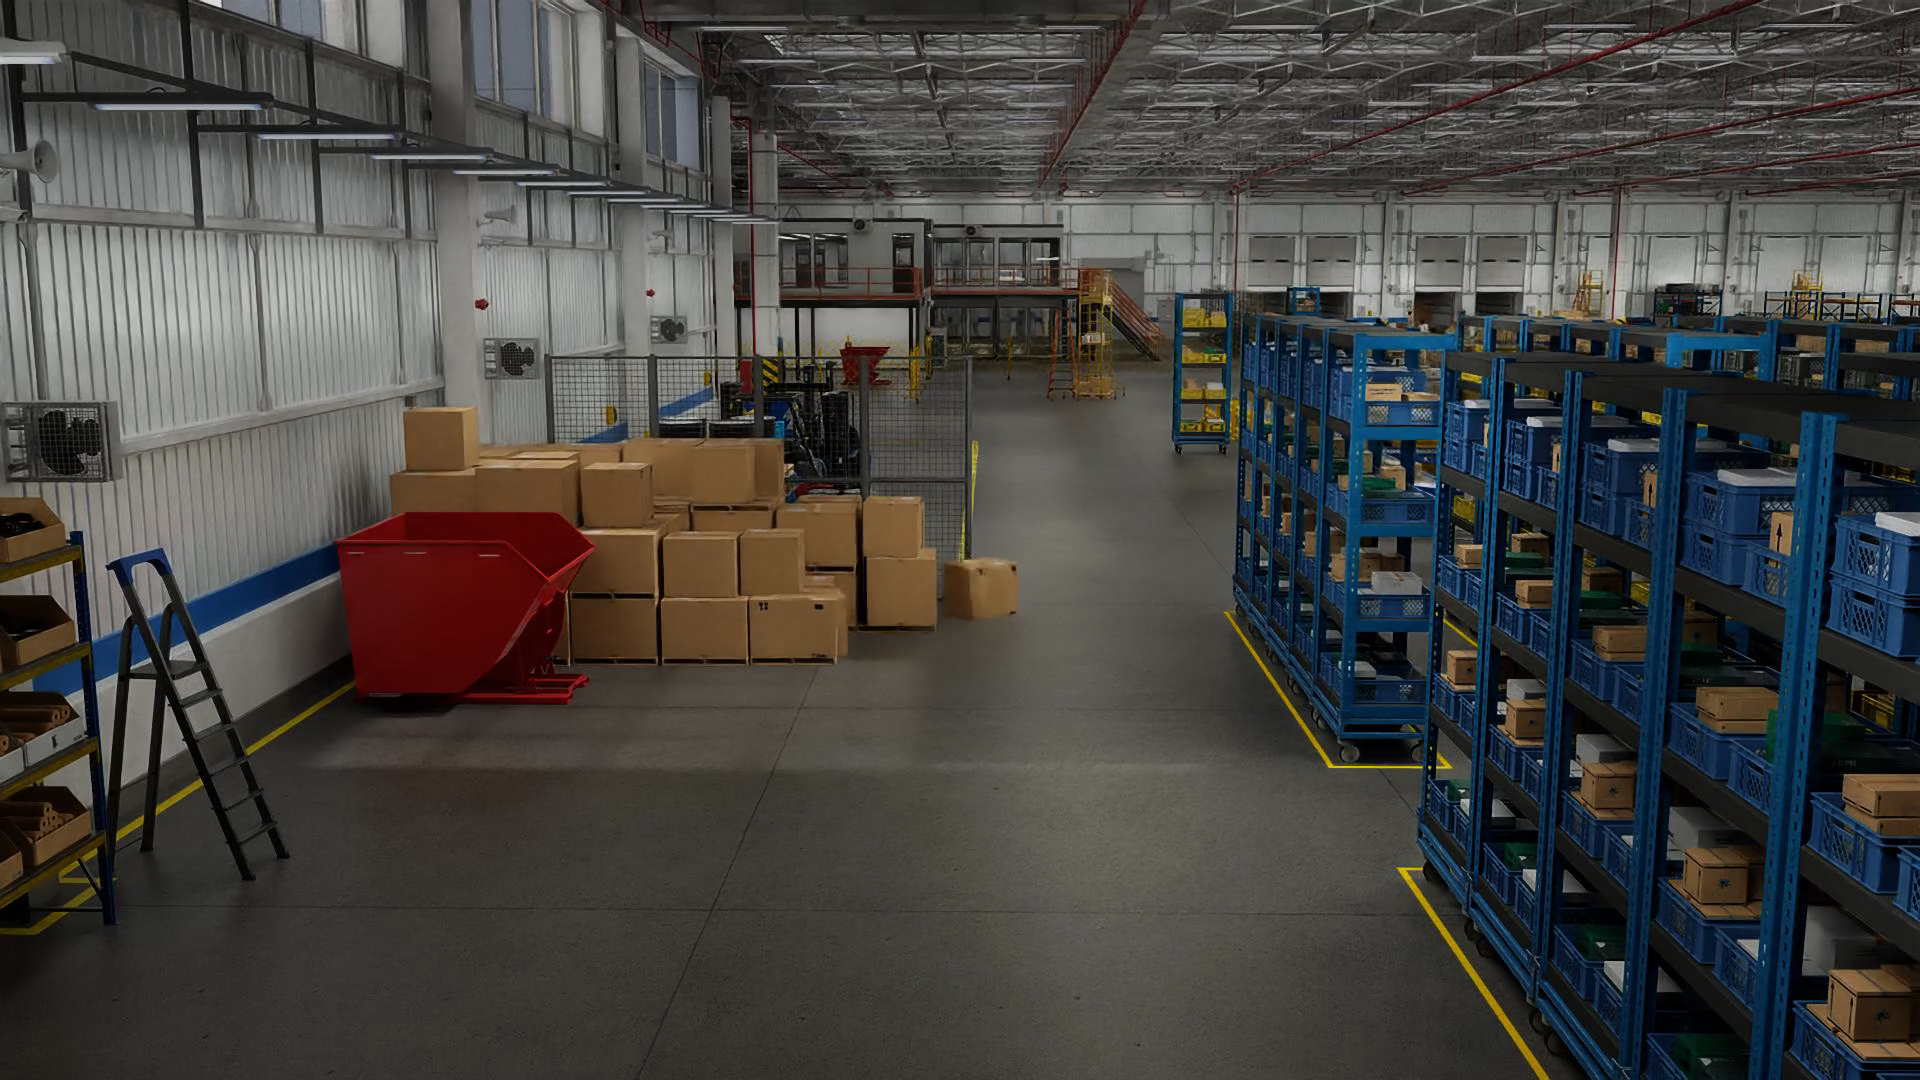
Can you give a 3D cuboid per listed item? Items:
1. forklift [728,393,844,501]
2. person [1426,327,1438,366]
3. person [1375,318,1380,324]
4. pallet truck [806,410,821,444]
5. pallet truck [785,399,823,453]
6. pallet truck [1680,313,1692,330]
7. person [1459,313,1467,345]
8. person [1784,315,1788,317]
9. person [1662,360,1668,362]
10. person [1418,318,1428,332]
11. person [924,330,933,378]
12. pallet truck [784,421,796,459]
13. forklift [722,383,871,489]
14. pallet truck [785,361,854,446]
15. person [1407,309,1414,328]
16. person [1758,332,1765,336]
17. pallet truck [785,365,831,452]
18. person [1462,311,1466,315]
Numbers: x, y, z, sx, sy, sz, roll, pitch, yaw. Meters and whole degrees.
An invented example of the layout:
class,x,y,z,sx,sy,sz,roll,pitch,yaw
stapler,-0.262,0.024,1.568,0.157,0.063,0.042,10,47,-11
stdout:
class,x,y,z,sx,sy,sz,roll,pitch,yaw
forklift,-2.979,-1.316,26.476,2.680,1.987,1.157,0,9,1
person,18.301,-7.330,64.780,0.660,1.900,0.620,3,10,19
person,19.859,-9.555,78.576,0.822,1.892,0.597,2,9,13
pallet truck,-3.559,-2.018,33.905,1.522,1.261,0.704,0,9,-1
pallet truck,-3.814,-2.432,36.419,1.630,1.274,0.653,0,9,1
pallet truck,36.315,-10.531,84.244,0.823,1.965,1.885,-6,11,-33
person,26.592,-11.076,88.065,0.520,1.851,0.599,-8,12,-41
person,40.399,-10.060,81.517,0.355,1.938,0.636,-4,10,-25
person,17.810,-3.652,42.188,0.643,1.875,0.803,-1,9,-4
person,22.061,-9.678,79.509,1.012,1.822,0.578,-7,12,-38
person,-1.212,-7.153,63.870,0.346,1.847,0.506,3,10,20
pallet truck,-4.013,-1.793,32.705,1.601,1.201,0.680,0,9,1
forklift,-2.893,-1.687,28.729,2.680,1.987,1.157,0,9,-1
pallet truck,-3.410,-3.193,38.978,1.885,1.965,0.823,0,9,-1
person,25.605,-12.175,94.619,0.396,1.921,0.585,8,12,42
person,28.612,-6.467,59.405,0.536,1.917,0.579,2,9,10
pallet truck,-3.774,-2.976,37.635,1.885,1.965,0.823,1,9,5
person,29.157,-12.426,96.540,0.908,1.806,0.625,-1,9,-9
